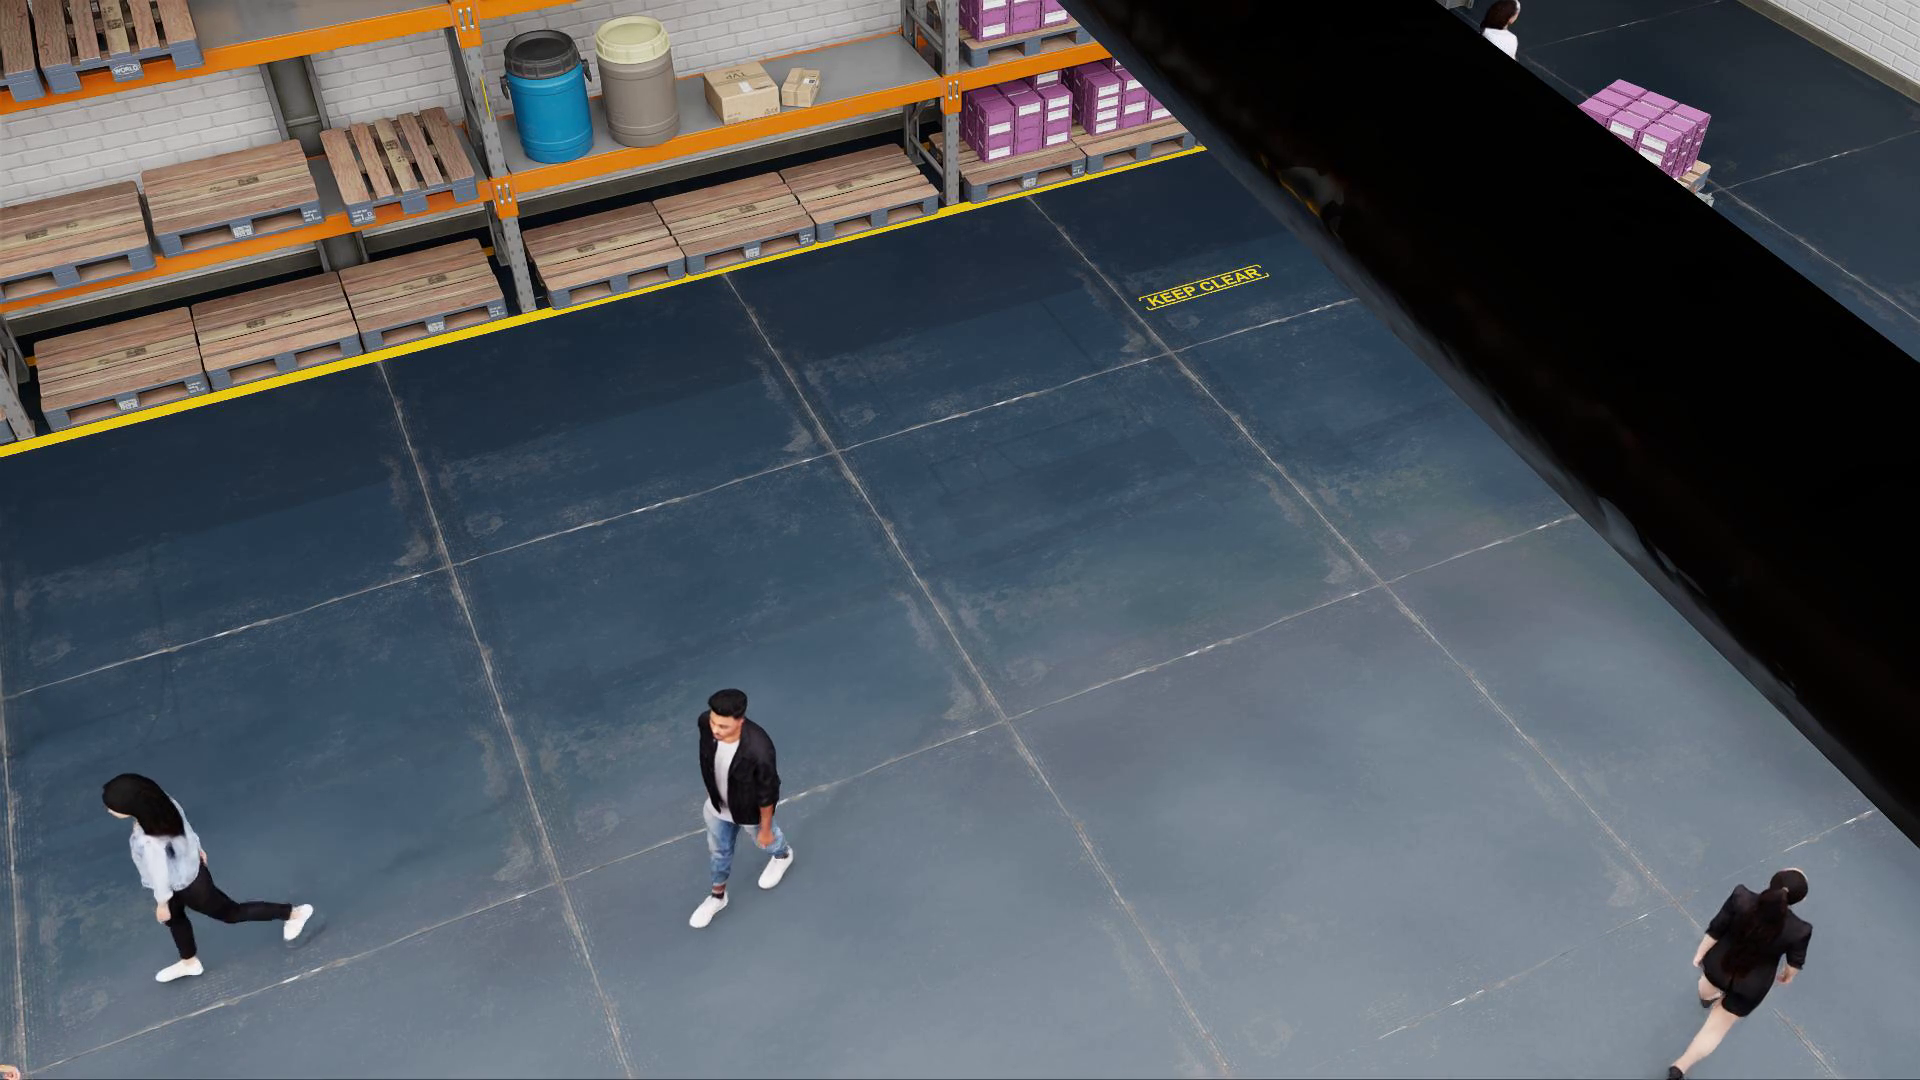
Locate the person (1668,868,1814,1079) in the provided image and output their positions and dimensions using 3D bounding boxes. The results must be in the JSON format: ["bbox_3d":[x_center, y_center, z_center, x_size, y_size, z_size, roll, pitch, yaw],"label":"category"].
[{"bbox_3d":[3.977,2.299,8.587,0.840,1.661,1.067,33,53,30],"label":"person"}]

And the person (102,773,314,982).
[{"bbox_3d":[-4.139,1.820,9.080,1.108,1.674,0.591,-18,46,-18],"label":"person"}]

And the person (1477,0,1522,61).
[{"bbox_3d":[4.762,-4.002,15.102,1.034,1.798,1.125,24,49,23],"label":"person"}]

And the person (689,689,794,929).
[{"bbox_3d":[-1.175,1.410,9.433,0.996,1.781,1.134,27,50,25],"label":"person"}]
